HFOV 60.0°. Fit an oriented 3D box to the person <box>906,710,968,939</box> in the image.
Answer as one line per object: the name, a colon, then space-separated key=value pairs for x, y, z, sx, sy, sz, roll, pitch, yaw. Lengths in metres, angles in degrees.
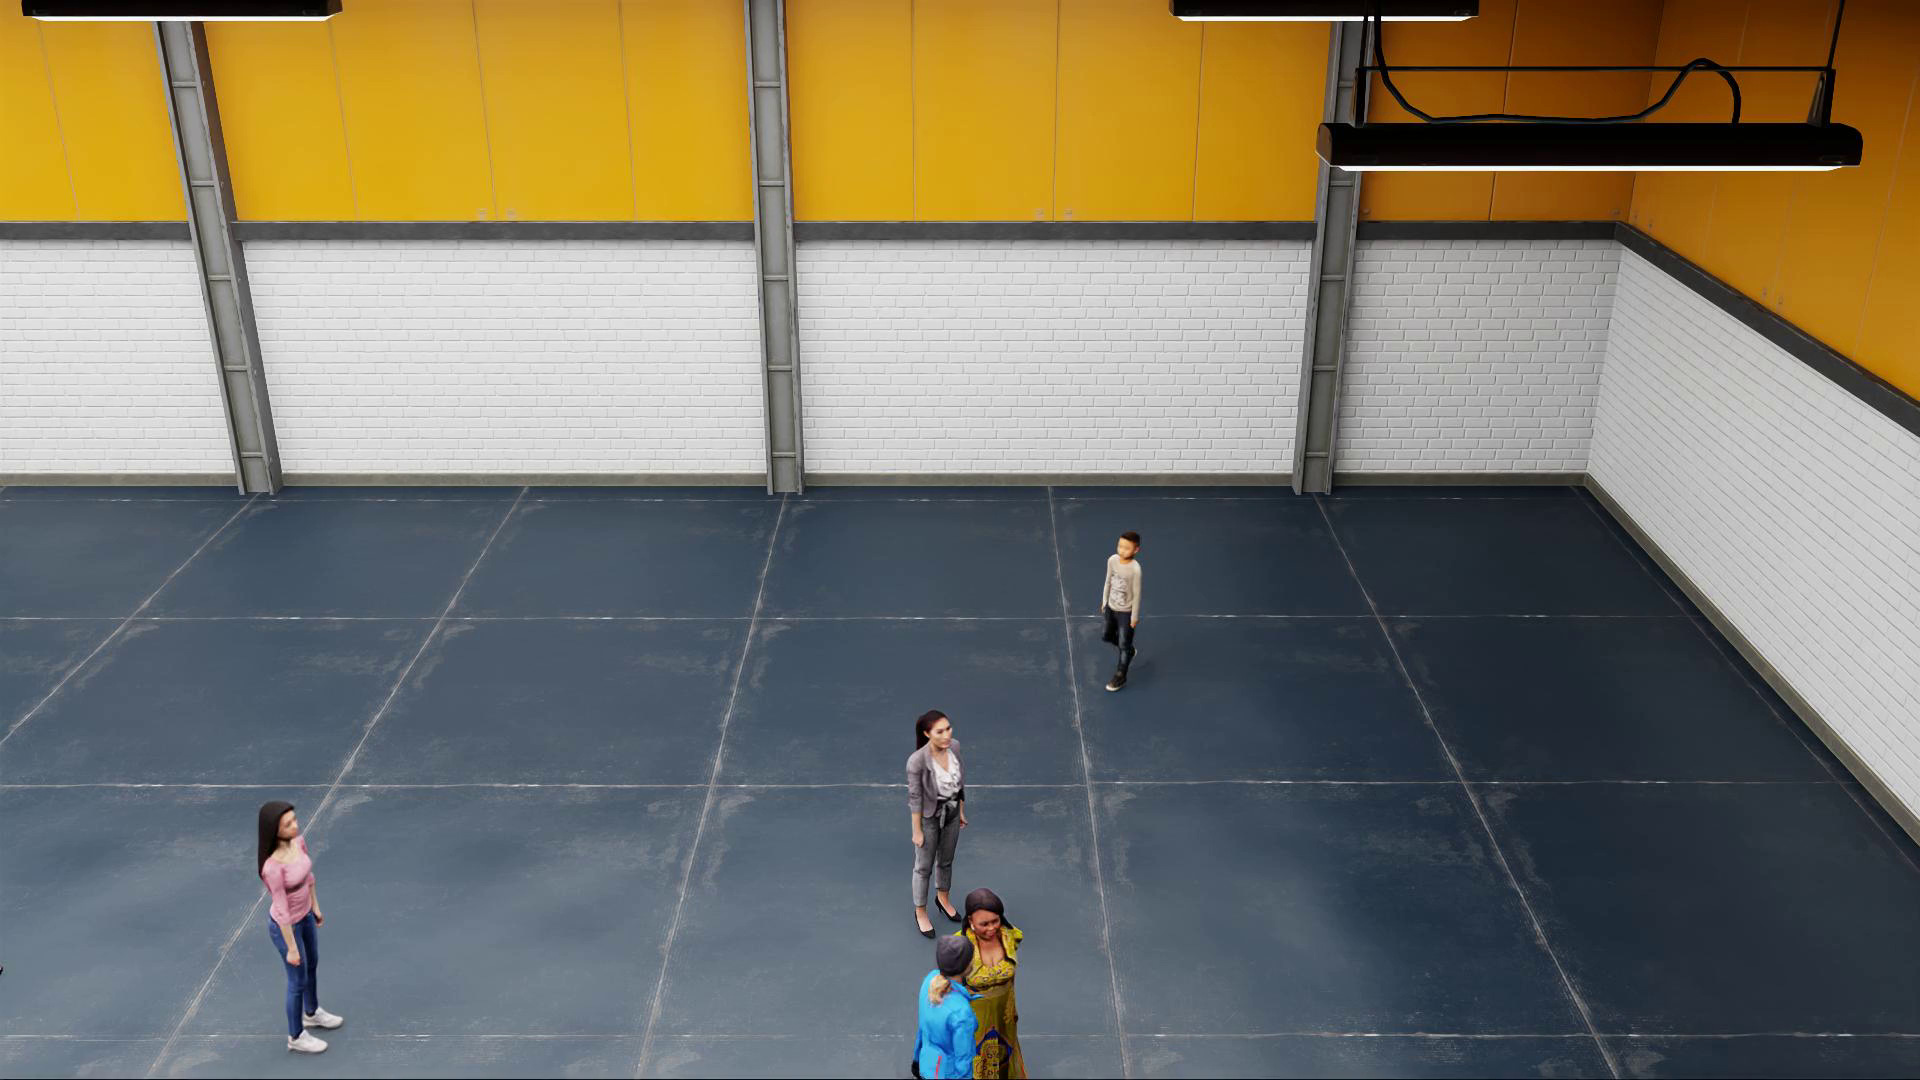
person: x=-0.164 y=1.892 z=11.267 sx=0.719 sy=1.678 sz=0.784 roll=-20 pitch=31 yaw=-39

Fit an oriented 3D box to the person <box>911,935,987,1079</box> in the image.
person: x=-0.169 y=2.909 z=8.841 sx=1.284 sy=1.759 sz=0.934 roll=-8 pitch=25 yaw=-18

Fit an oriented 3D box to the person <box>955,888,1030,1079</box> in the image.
person: x=0.118 y=2.688 z=9.469 sx=0.951 sy=1.661 sz=1.058 roll=-15 pitch=27 yaw=-30

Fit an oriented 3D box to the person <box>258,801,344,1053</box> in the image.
person: x=-4.072 y=2.340 z=10.168 sx=0.523 sy=1.739 sz=0.577 roll=2 pitch=24 yaw=4

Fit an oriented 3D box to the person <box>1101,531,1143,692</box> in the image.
person: x=1.461 y=0.583 z=14.541 sx=0.841 sy=1.456 sz=0.781 roll=-22 pitch=32 yaw=-40
